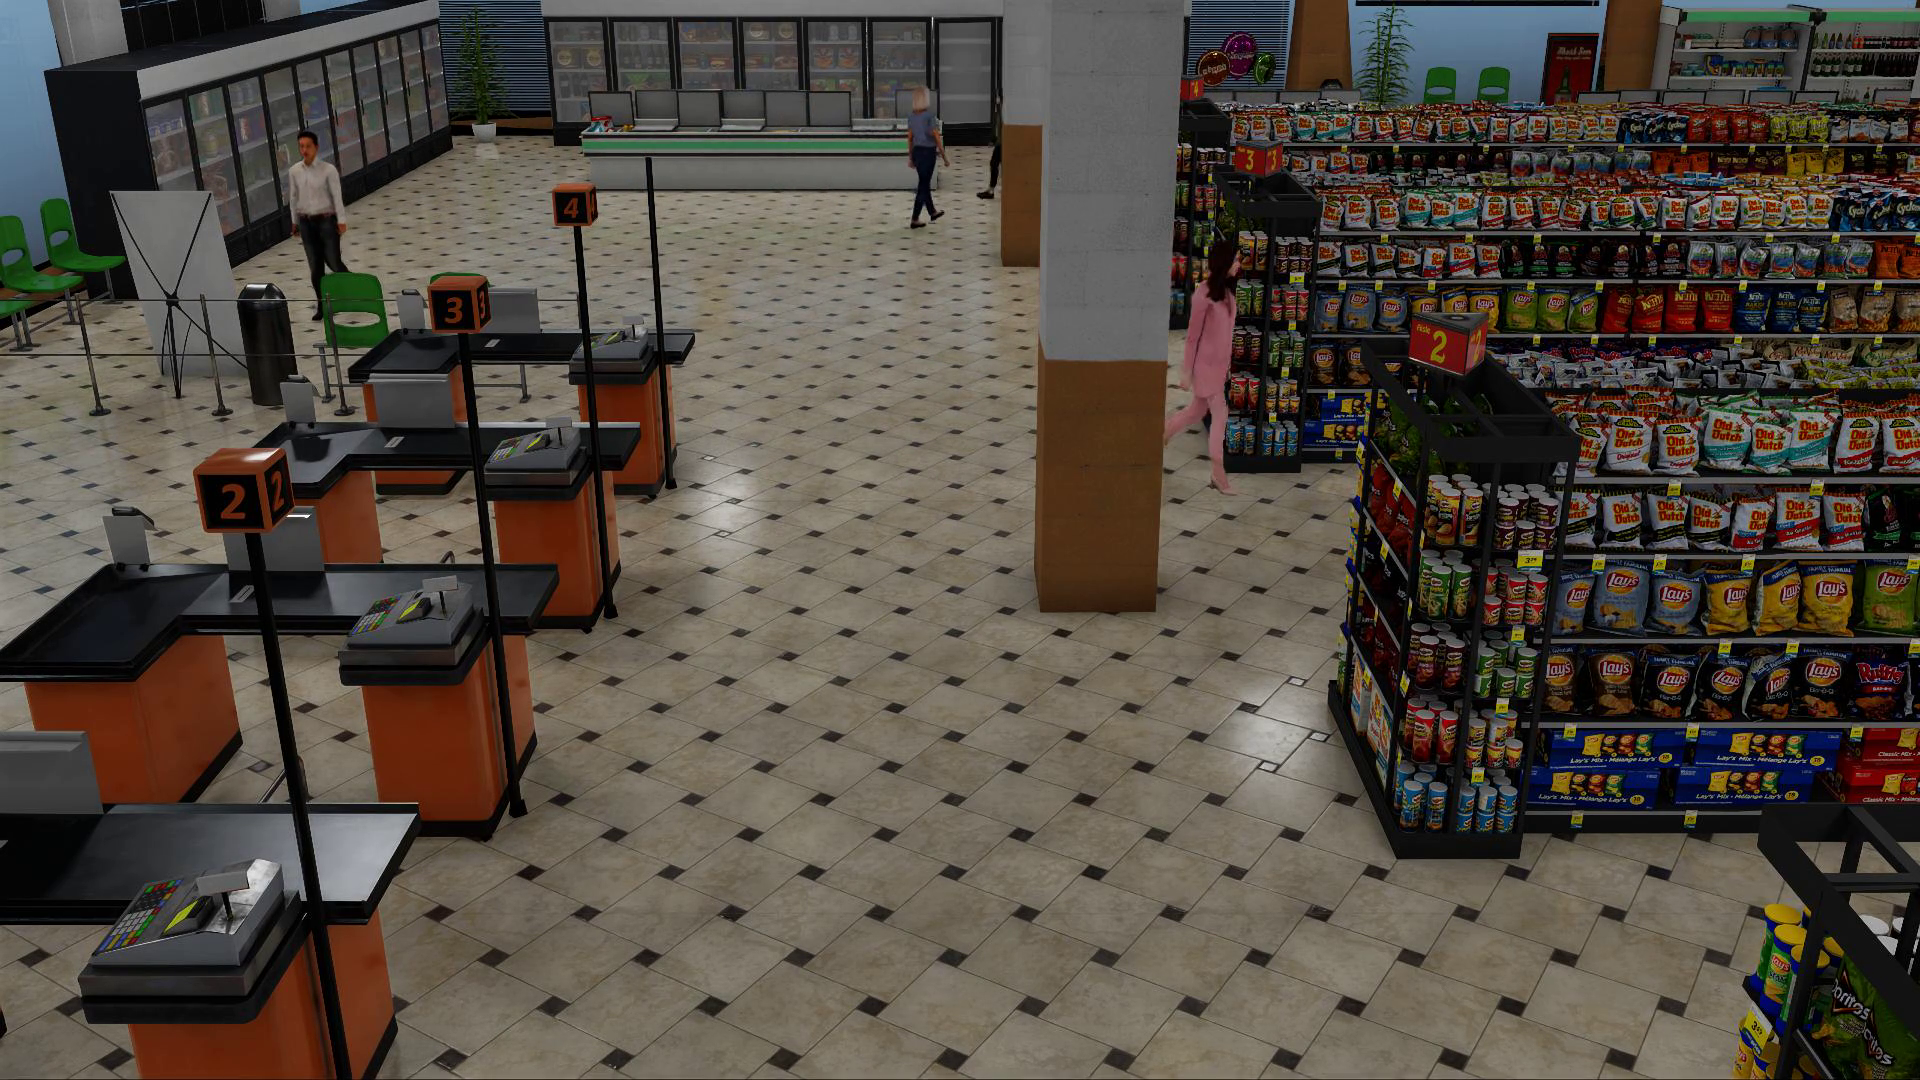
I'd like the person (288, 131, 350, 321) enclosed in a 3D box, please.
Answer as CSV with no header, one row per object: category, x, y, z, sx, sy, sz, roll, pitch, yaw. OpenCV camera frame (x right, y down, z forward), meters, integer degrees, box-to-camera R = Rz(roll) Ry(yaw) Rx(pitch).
person,-6.268,-3.103,16.350,0.850,1.799,0.790,2,22,5

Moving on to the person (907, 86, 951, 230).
person,-0.474,-4.648,20.348,0.995,1.685,1.030,18,28,37

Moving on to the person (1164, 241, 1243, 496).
person,1.665,-1.213,11.705,1.187,1.755,1.091,19,29,39
